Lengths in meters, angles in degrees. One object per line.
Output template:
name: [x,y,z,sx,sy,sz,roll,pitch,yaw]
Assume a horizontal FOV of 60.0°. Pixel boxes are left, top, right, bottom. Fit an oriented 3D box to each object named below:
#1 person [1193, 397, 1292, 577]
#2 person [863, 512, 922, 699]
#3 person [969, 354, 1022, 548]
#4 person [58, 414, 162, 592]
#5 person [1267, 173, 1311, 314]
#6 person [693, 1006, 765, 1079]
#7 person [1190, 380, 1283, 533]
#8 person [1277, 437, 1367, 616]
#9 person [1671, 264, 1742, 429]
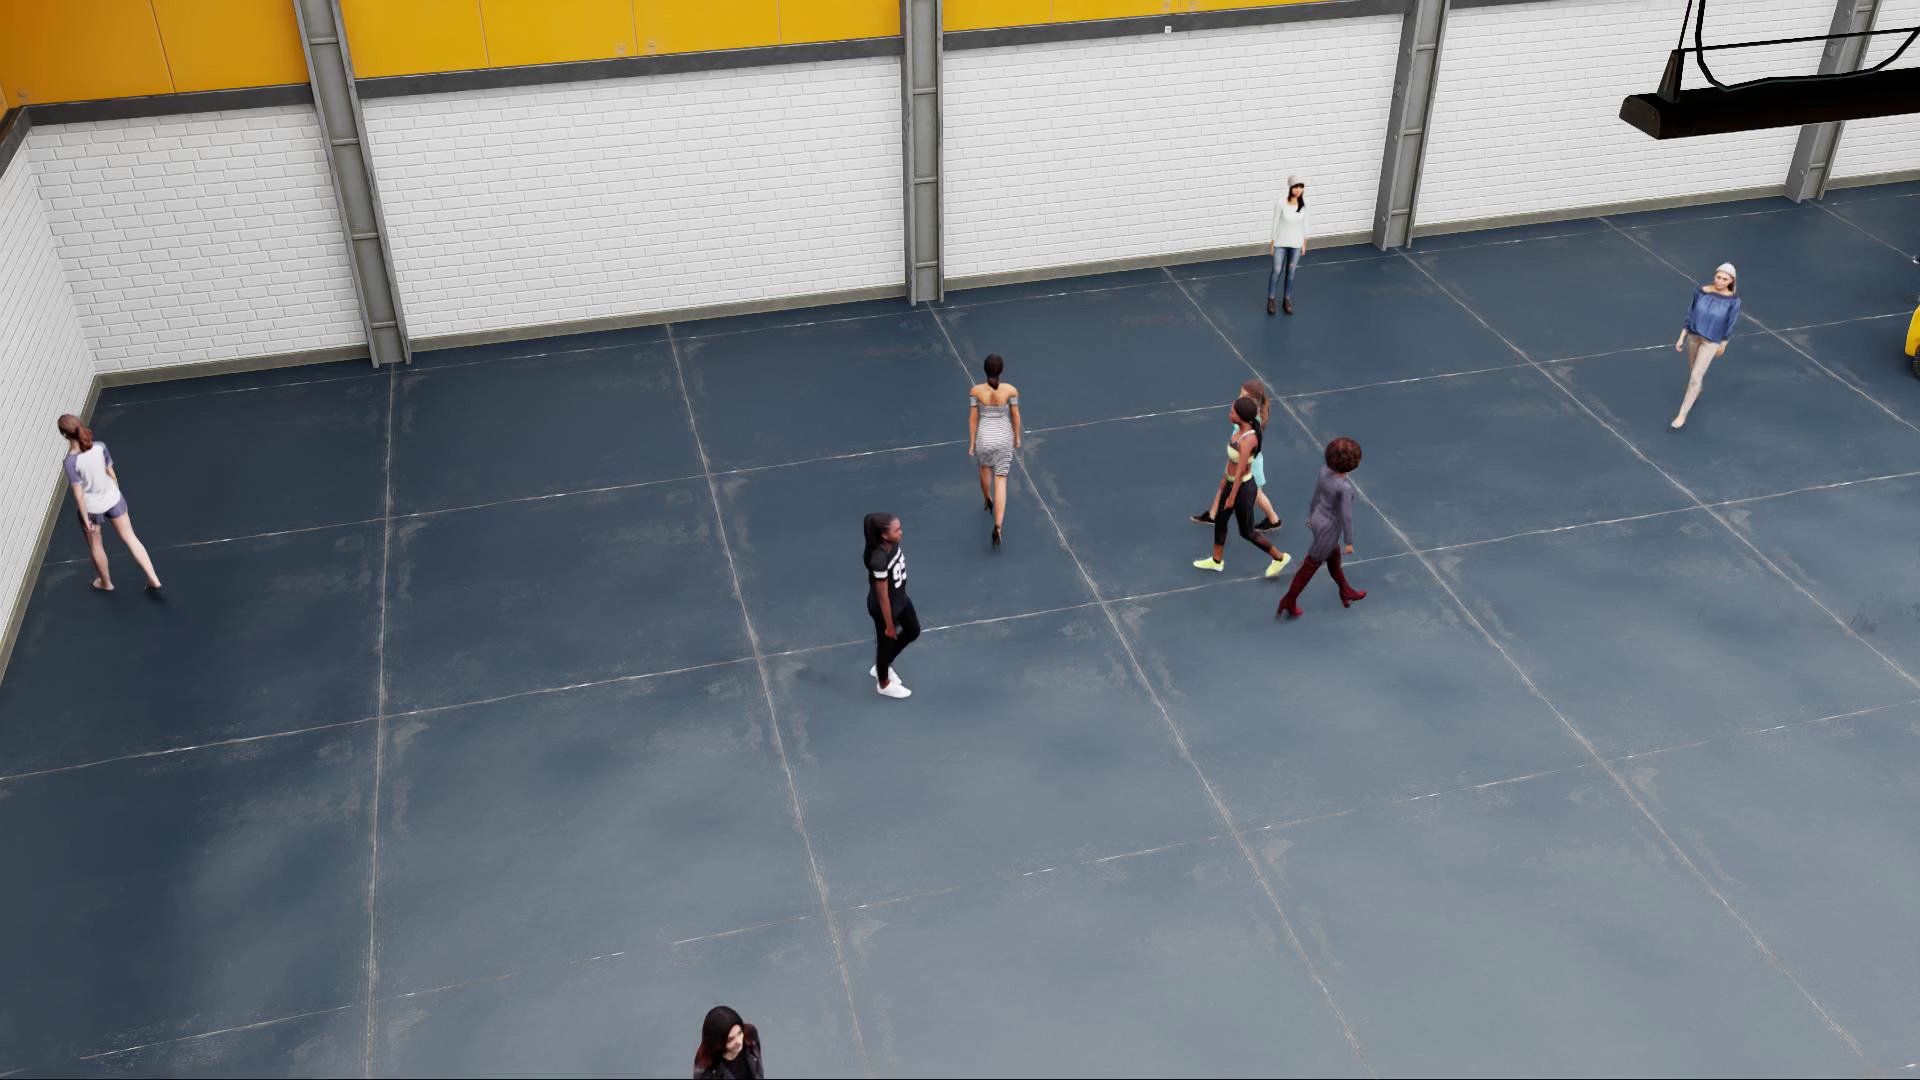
person: [2.504,-0.411,14.270,1.108,1.727,0.766,1,34,2]
person: [-0.631,0.507,12.892,0.788,1.723,0.756,7,34,11]
person: [0.311,-0.772,14.768,1.062,1.777,0.906,3,34,5]
person: [-7.208,-0.281,14.052,0.958,1.753,0.936,21,39,29]
person: [3.700,-3.355,18.772,0.493,1.648,0.663,-2,34,-4]
person: [-1.301,3.111,9.098,1.087,1.588,1.163,28,43,35]
person: [2.647,-0.705,14.897,1.109,1.523,0.758,1,34,2]
person: [2.947,-0.044,13.766,1.016,1.675,0.638,-9,35,-13]
person: [7.510,-2.016,16.750,1.214,1.655,0.979,-28,43,-35]
